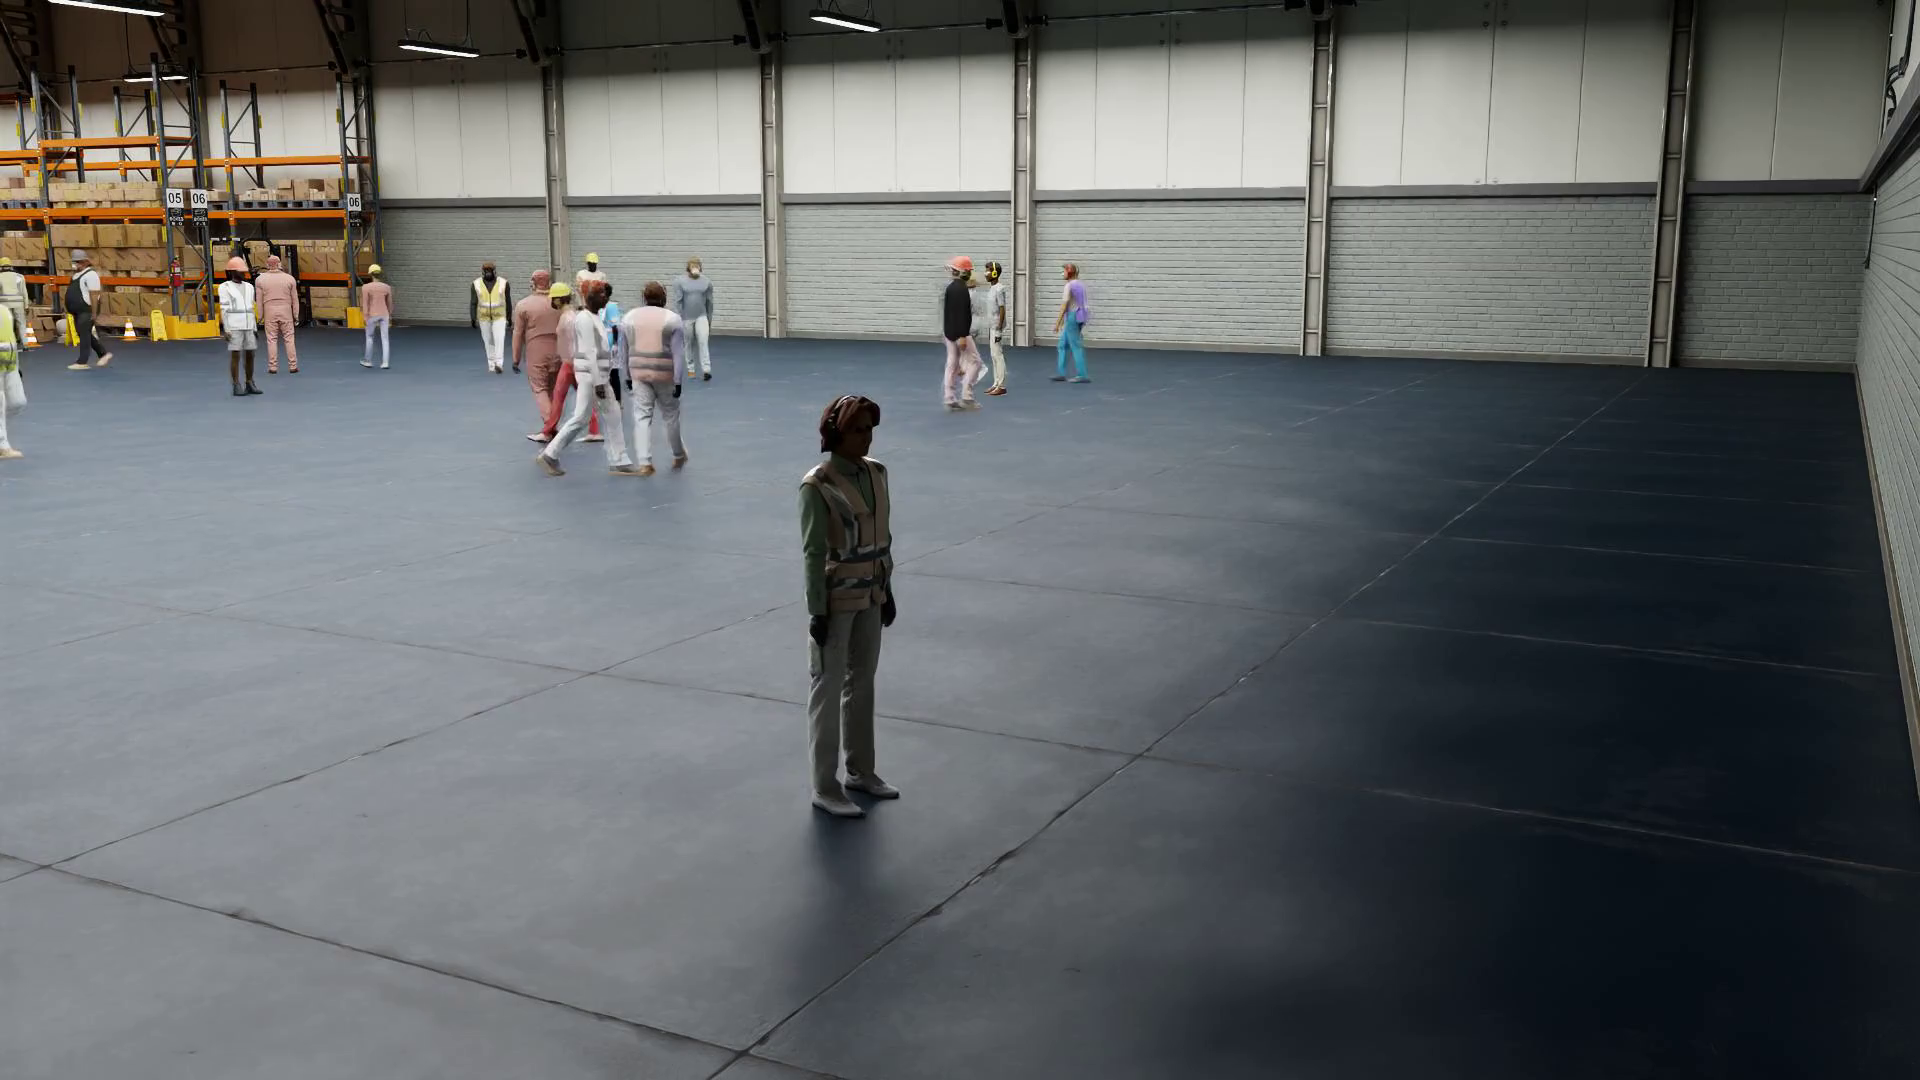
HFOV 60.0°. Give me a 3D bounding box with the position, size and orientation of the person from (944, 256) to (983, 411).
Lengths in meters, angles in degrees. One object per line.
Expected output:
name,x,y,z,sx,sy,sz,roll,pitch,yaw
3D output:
person,0.071,-2.637,21.290,0.628,1.973,0.653,-4,11,-21

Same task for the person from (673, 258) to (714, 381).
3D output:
person,-4.112,-3.410,25.766,0.648,1.877,1.032,-3,11,-16

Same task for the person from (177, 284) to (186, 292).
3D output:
person,-18.565,-5.914,39.476,0.310,1.864,0.534,3,11,18

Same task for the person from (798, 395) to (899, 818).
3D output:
person,-0.439,0.252,6.484,0.313,1.634,0.514,6,12,30

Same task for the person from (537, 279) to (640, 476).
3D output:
person,-3.469,-1.499,15.473,0.943,1.854,0.576,1,10,4

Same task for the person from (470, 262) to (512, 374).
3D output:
person,-7.642,-3.605,27.081,0.651,1.791,0.955,-2,11,-9

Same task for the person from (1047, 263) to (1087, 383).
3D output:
person,1.615,-3.303,25.374,0.802,1.817,0.590,3,11,16

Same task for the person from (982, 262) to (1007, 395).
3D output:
person,0.495,-2.965,23.382,0.310,1.868,0.533,-2,11,-10

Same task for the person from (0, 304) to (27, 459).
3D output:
person,-9.767,-1.731,16.769,0.520,1.826,0.648,2,11,8

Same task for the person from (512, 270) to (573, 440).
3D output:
person,-4.531,-1.991,18.150,0.653,1.891,0.886,-7,13,-35

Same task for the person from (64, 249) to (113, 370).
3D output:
person,-14.724,-3.903,28.029,0.690,2.000,0.786,9,14,41

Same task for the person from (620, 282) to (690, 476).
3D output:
person,-2.879,-1.541,15.795,0.642,1.794,0.930,1,10,6

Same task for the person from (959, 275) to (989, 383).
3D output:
person,0.173,-3.199,25.054,0.474,1.726,0.504,4,11,22

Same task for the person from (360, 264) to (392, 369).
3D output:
person,-9.865,-3.764,28.056,0.551,1.738,0.711,-9,14,-42

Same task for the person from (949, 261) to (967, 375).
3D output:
person,-0.037,-3.578,26.759,0.527,1.852,0.563,9,14,41

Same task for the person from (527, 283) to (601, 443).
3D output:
person,-4.296,-1.893,17.914,0.836,1.726,0.518,-2,11,-9

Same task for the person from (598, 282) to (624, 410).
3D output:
person,-4.395,-2.417,20.970,0.354,1.662,0.620,-6,12,-31

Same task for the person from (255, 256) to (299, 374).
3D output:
person,-11.109,-3.663,27.091,0.650,1.904,0.401,-4,11,-23

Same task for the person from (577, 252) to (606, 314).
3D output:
person,-7.150,-4.622,32.297,0.594,1.911,0.681,-4,11,-23

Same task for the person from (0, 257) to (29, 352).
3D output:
person,-18.136,-4.488,31.788,0.591,1.832,0.403,-7,13,-34

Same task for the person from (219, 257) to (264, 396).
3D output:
person,-10.064,-2.975,23.314,0.400,1.933,0.555,6,12,29
